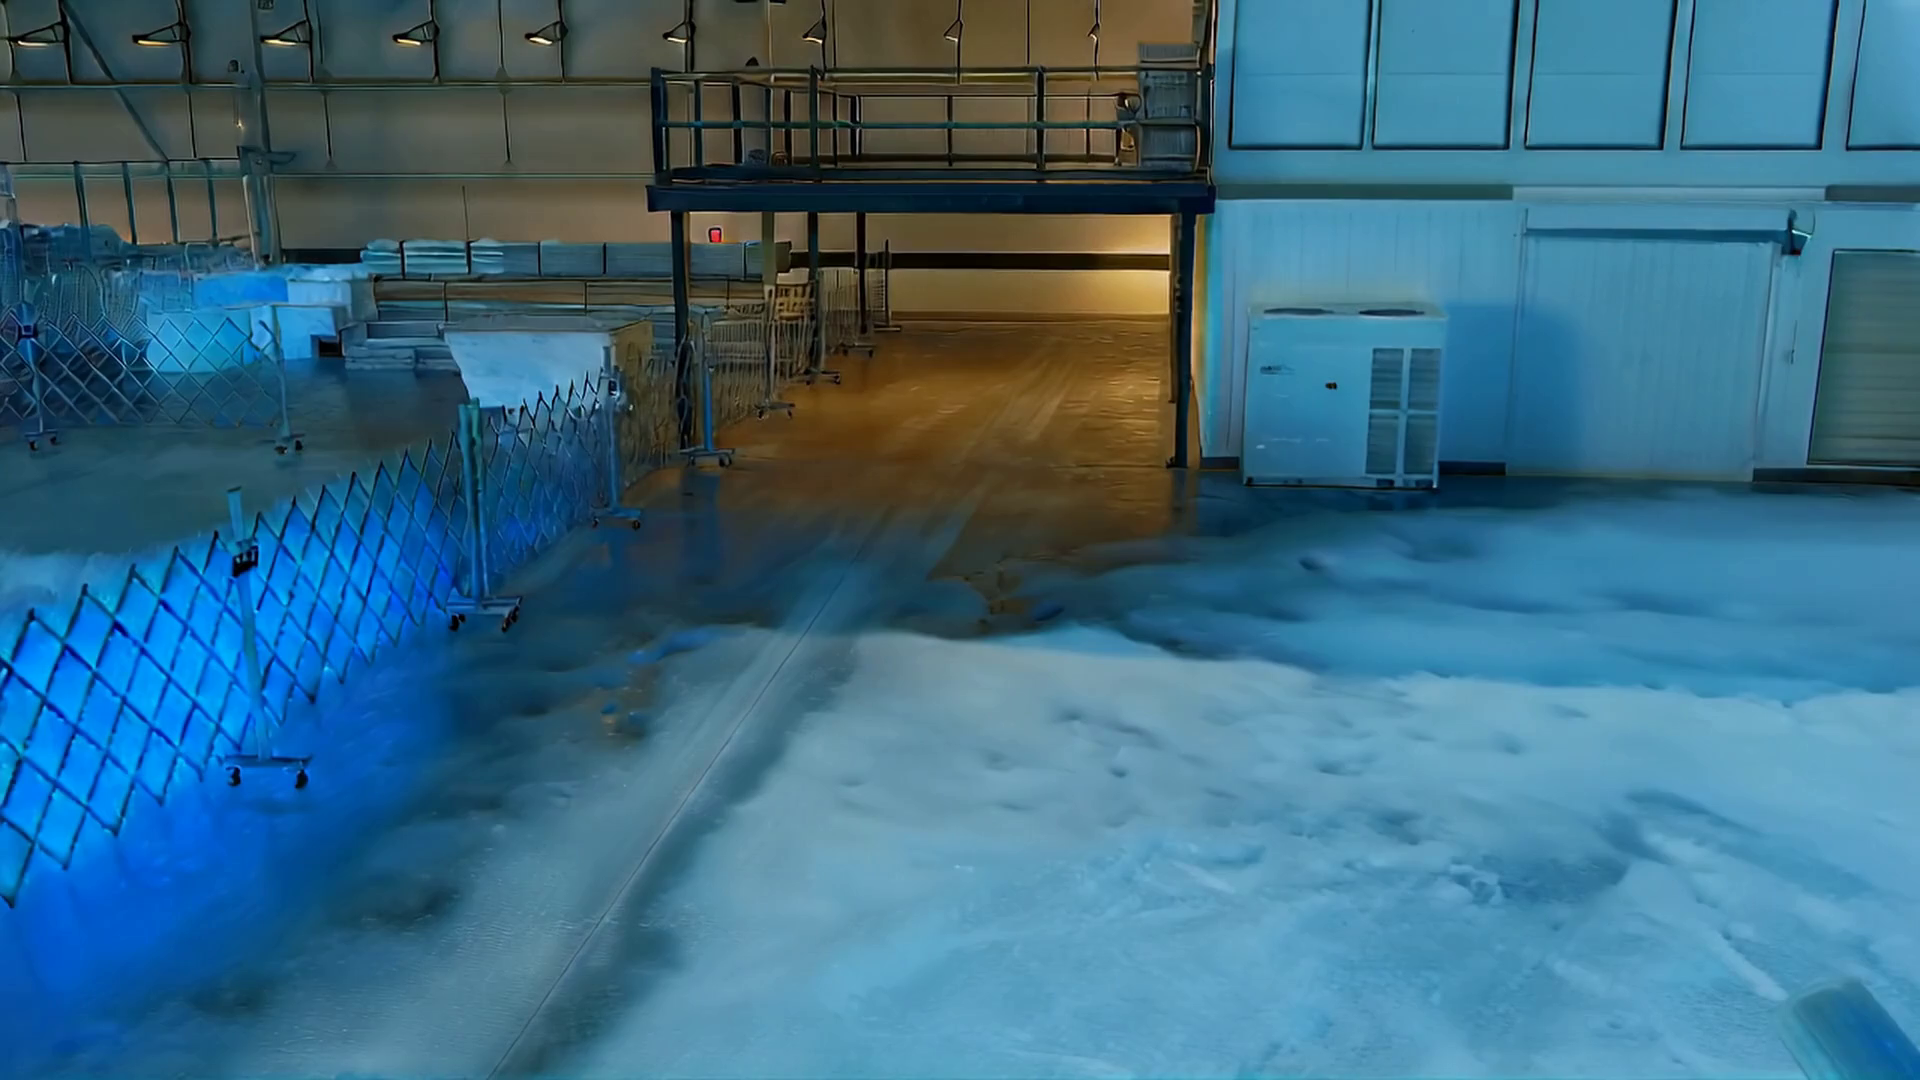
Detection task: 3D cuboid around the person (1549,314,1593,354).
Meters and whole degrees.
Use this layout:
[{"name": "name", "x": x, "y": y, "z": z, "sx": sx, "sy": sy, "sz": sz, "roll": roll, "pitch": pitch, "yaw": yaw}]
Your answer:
[{"name": "person", "x": 7.140, "y": -2.131, "z": 19.617, "sx": 0.999, "sy": 1.851, "sz": 0.675, "roll": -6, "pitch": 15, "yaw": -22}]
